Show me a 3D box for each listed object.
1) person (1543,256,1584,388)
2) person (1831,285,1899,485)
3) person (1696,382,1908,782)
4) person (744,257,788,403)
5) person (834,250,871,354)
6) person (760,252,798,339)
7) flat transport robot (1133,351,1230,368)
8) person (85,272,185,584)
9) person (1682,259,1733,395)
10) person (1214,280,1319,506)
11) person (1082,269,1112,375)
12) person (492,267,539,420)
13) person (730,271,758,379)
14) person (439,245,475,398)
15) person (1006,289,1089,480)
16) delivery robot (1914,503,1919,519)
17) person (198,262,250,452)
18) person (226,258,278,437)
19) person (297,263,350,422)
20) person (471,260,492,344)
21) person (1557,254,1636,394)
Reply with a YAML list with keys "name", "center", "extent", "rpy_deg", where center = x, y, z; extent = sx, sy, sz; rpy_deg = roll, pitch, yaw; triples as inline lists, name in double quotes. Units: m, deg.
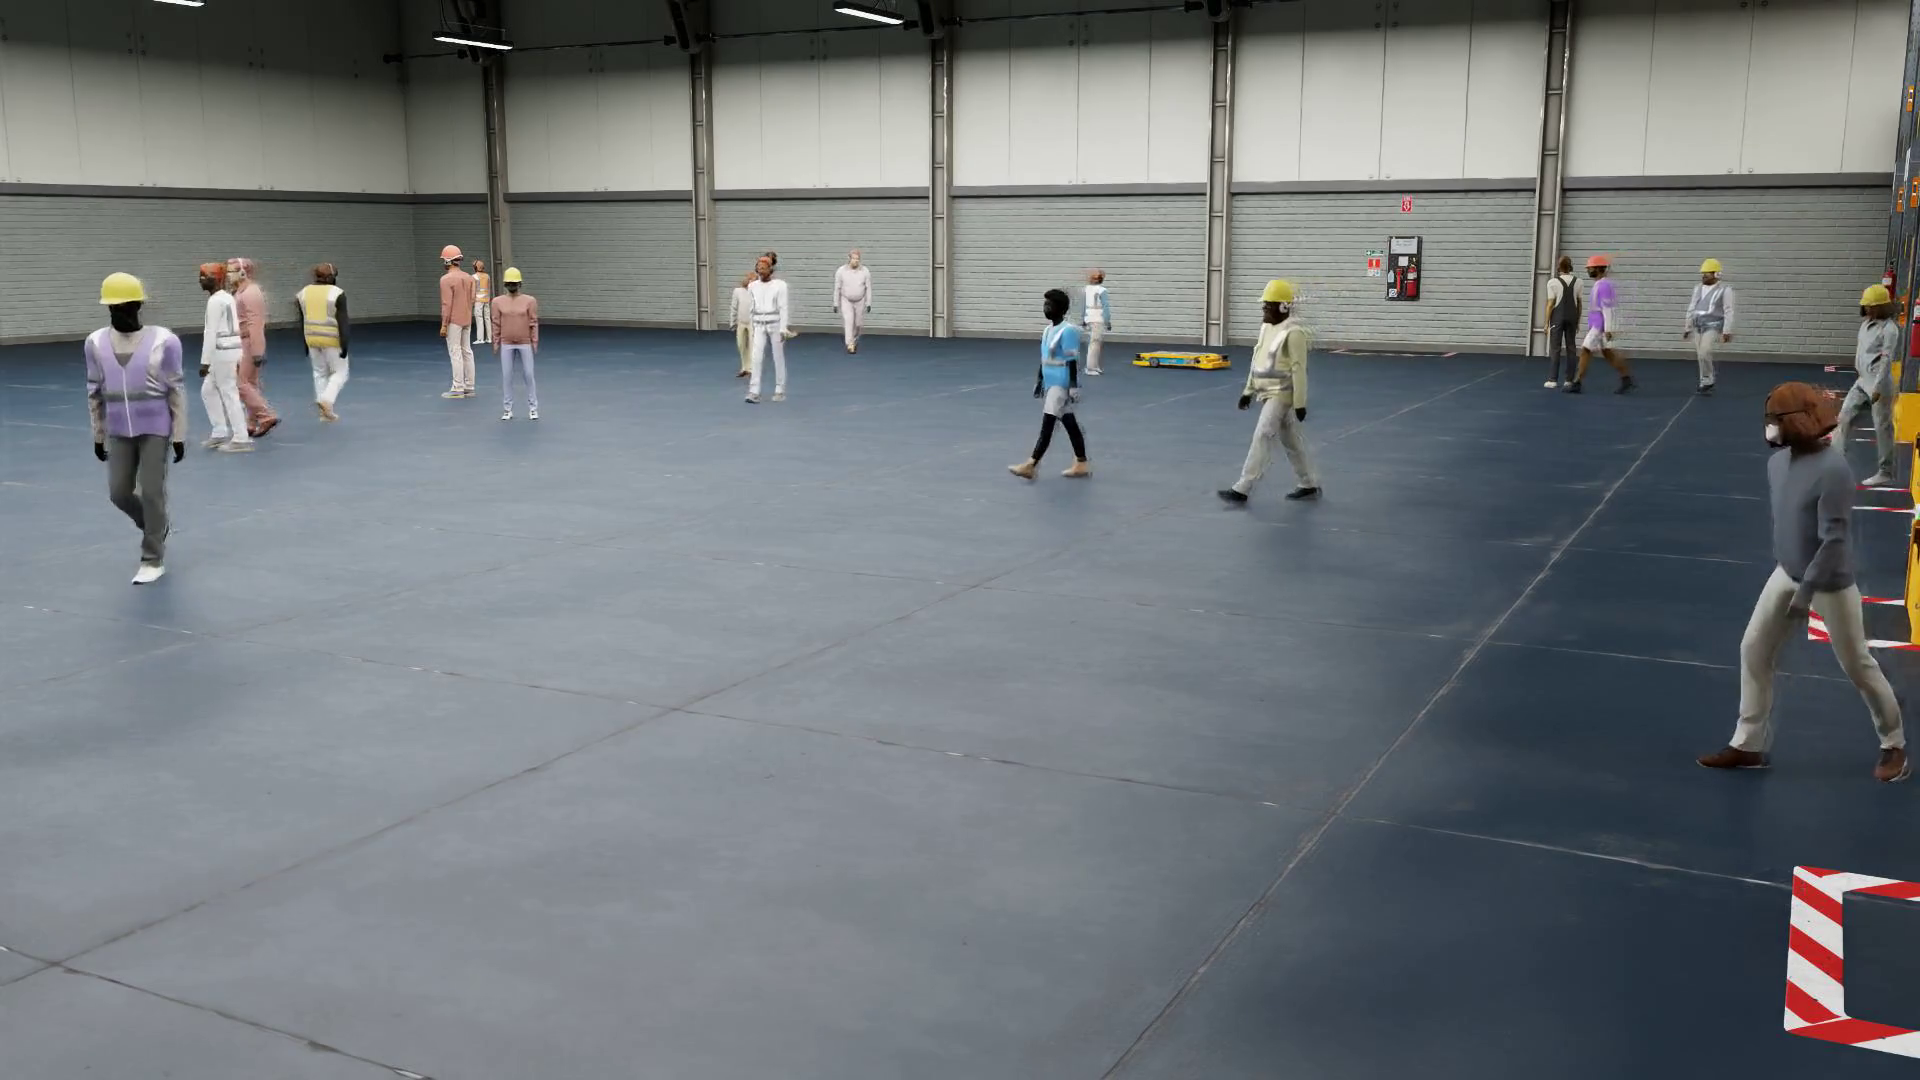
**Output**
- name: "person"
  center: [8.427, -3.039, 23.252]
  extent: [0.505, 1.842, 0.348]
  rpy_deg: [0, 10, -1]
- name: "person"
  center: [7.654, -1.304, 14.135]
  extent: [0.800, 1.701, 0.509]
  rpy_deg: [0, 10, -2]
- name: "person"
  center: [3.414, 0.160, 6.549]
  extent: [0.791, 1.575, 0.526]
  rpy_deg: [-2, 11, -11]
- name: "person"
  center: [-2.472, -2.652, 21.123]
  extent: [0.589, 1.846, 0.905]
  rpy_deg: [3, 11, 17]
- name: "person"
  center: [-1.957, -4.322, 30.184]
  extent: [0.675, 1.870, 0.850]
  rpy_deg: [-3, 11, -16]
- name: "person"
  center: [-3.842, -4.973, 33.934]
  extent: [0.952, 1.790, 0.649]
  rpy_deg: [0, 10, -1]
- name: "flat transport robot"
  center: [3.576, -2.919, 26.879]
  extent: [1.431, 0.197, 0.652]
  rpy_deg: [7, 13, 34]
- name: "person"
  center: [-5.082, -0.701, 10.328]
  extent: [0.587, 1.910, 0.573]
  rpy_deg: [0, 10, -2]
- name: "person"
  center: [9.917, -2.826, 22.148]
  extent: [0.472, 1.812, 0.608]
  rpy_deg: [-4, 11, -21]
- name: "person"
  center: [2.487, -1.163, 13.197]
  extent: [0.946, 1.785, 0.593]
  rpy_deg: [-2, 11, -9]
- name: "person"
  center: [2.120, -3.321, 25.377]
  extent: [0.558, 1.615, 0.538]
  rpy_deg: [-7, 12, -32]
- name: "person"
  center: [-5.134, -2.264, 19.247]
  extent: [0.523, 1.761, 0.337]
  rpy_deg: [-2, 11, -9]
- name: "person"
  center: [-3.135, -3.199, 24.754]
  extent: [0.567, 1.602, 0.535]
  rpy_deg: [2, 11, 10]
- name: "person"
  center: [-6.615, -2.857, 21.839]
  extent: [0.375, 1.995, 0.611]
  rpy_deg: [3, 11, 17]
- name: "person"
  center: [0.768, -1.348, 14.512]
  extent: [0.856, 1.650, 0.547]
  rpy_deg: [-3, 11, -15]
- name: "delivery robot"
  center: [6.377, -0.089, 10.416]
  extent: [0.707, 0.478, 0.477]
  rpy_deg: [6, 12, 29]
- name: "person"
  center: [-7.329, -1.774, 16.302]
  extent: [0.649, 1.866, 0.580]
  rpy_deg: [-3, 11, -16]
- name: "person"
  center: [-7.535, -2.018, 17.535]
  extent: [0.425, 1.890, 0.659]
  rpy_deg: [-5, 12, -25]
- name: "person"
  center: [-7.231, -2.235, 18.934]
  extent: [0.641, 1.824, 0.505]
  rpy_deg: [2, 11, 11]
- name: "person"
  center: [-9.412, -4.664, 32.658]
  extent: [0.305, 1.639, 0.522]
  rpy_deg: [5, 12, 26]
- name: "person"
  center: [8.656, -2.895, 22.366]
  extent: [1.003, 1.892, 0.546]
  rpy_deg: [3, 11, 13]
